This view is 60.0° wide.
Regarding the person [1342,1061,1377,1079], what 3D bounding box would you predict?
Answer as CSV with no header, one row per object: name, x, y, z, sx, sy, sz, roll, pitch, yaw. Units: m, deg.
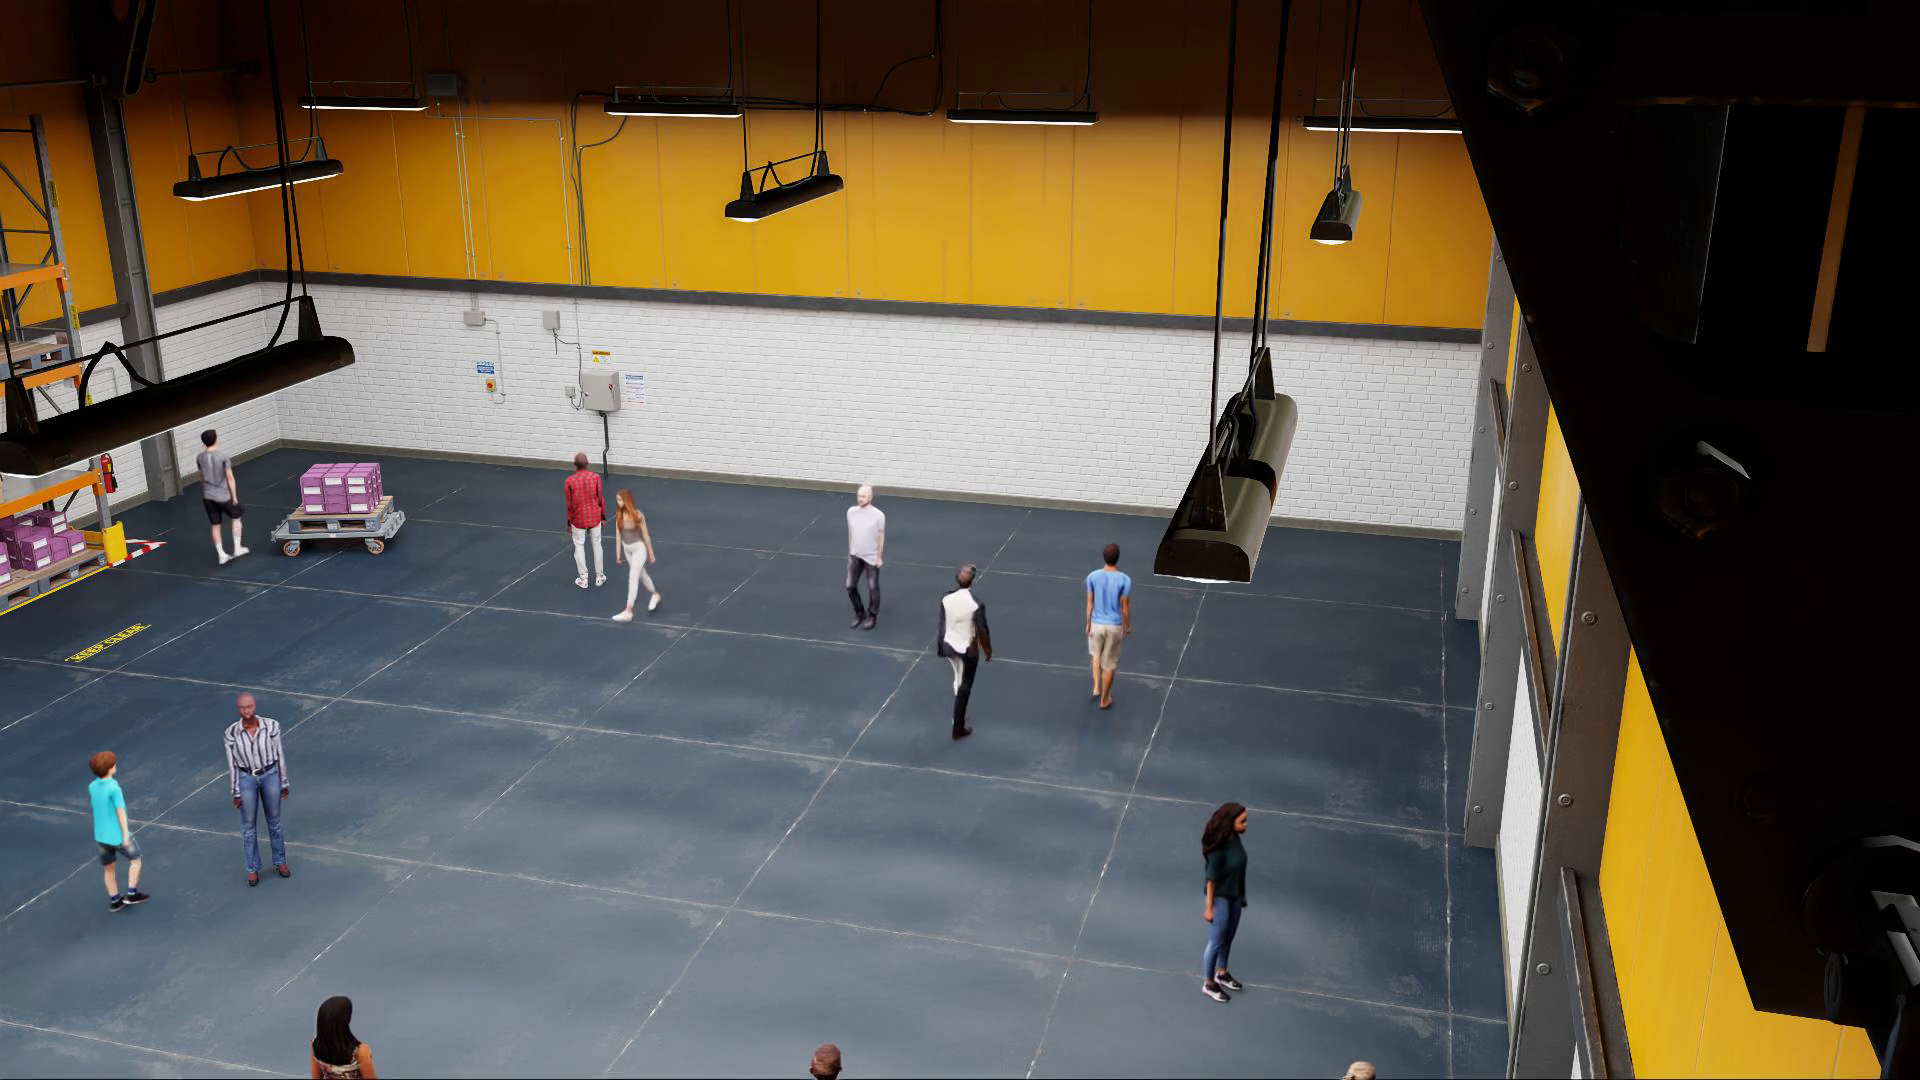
person,2.461,3.850,10.447,0.691,1.266,0.632,-13,23,-35

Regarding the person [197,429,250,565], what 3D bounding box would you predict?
person,-10.138,-0.562,22.623,0.757,1.855,0.855,2,19,6

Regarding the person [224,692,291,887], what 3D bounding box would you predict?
person,-6.171,2.162,14.631,0.706,1.794,0.766,-11,21,-29

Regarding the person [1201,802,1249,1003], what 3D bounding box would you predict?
person,2.039,2.788,13.054,0.760,1.614,0.668,15,24,37

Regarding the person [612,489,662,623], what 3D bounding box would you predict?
person,-3.988,0.149,20.783,0.852,1.683,1.224,9,21,25

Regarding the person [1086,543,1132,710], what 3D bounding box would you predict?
person,1.584,0.967,18.098,0.647,1.847,0.706,6,20,17

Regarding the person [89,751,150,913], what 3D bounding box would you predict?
person,-7.276,2.508,14.158,0.511,1.441,0.536,6,20,18

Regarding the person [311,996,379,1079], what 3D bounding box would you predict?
person,-3.876,3.616,10.547,0.658,1.645,0.530,4,19,11

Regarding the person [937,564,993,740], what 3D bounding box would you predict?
person,-0.023,1.192,17.386,0.841,1.874,0.876,11,22,30

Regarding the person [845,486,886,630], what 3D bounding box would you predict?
person,-1.109,0.186,20.454,0.724,1.822,0.695,8,20,22

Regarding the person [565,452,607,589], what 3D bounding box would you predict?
person,-4.911,-0.279,21.840,0.757,1.819,0.784,-7,20,-20
